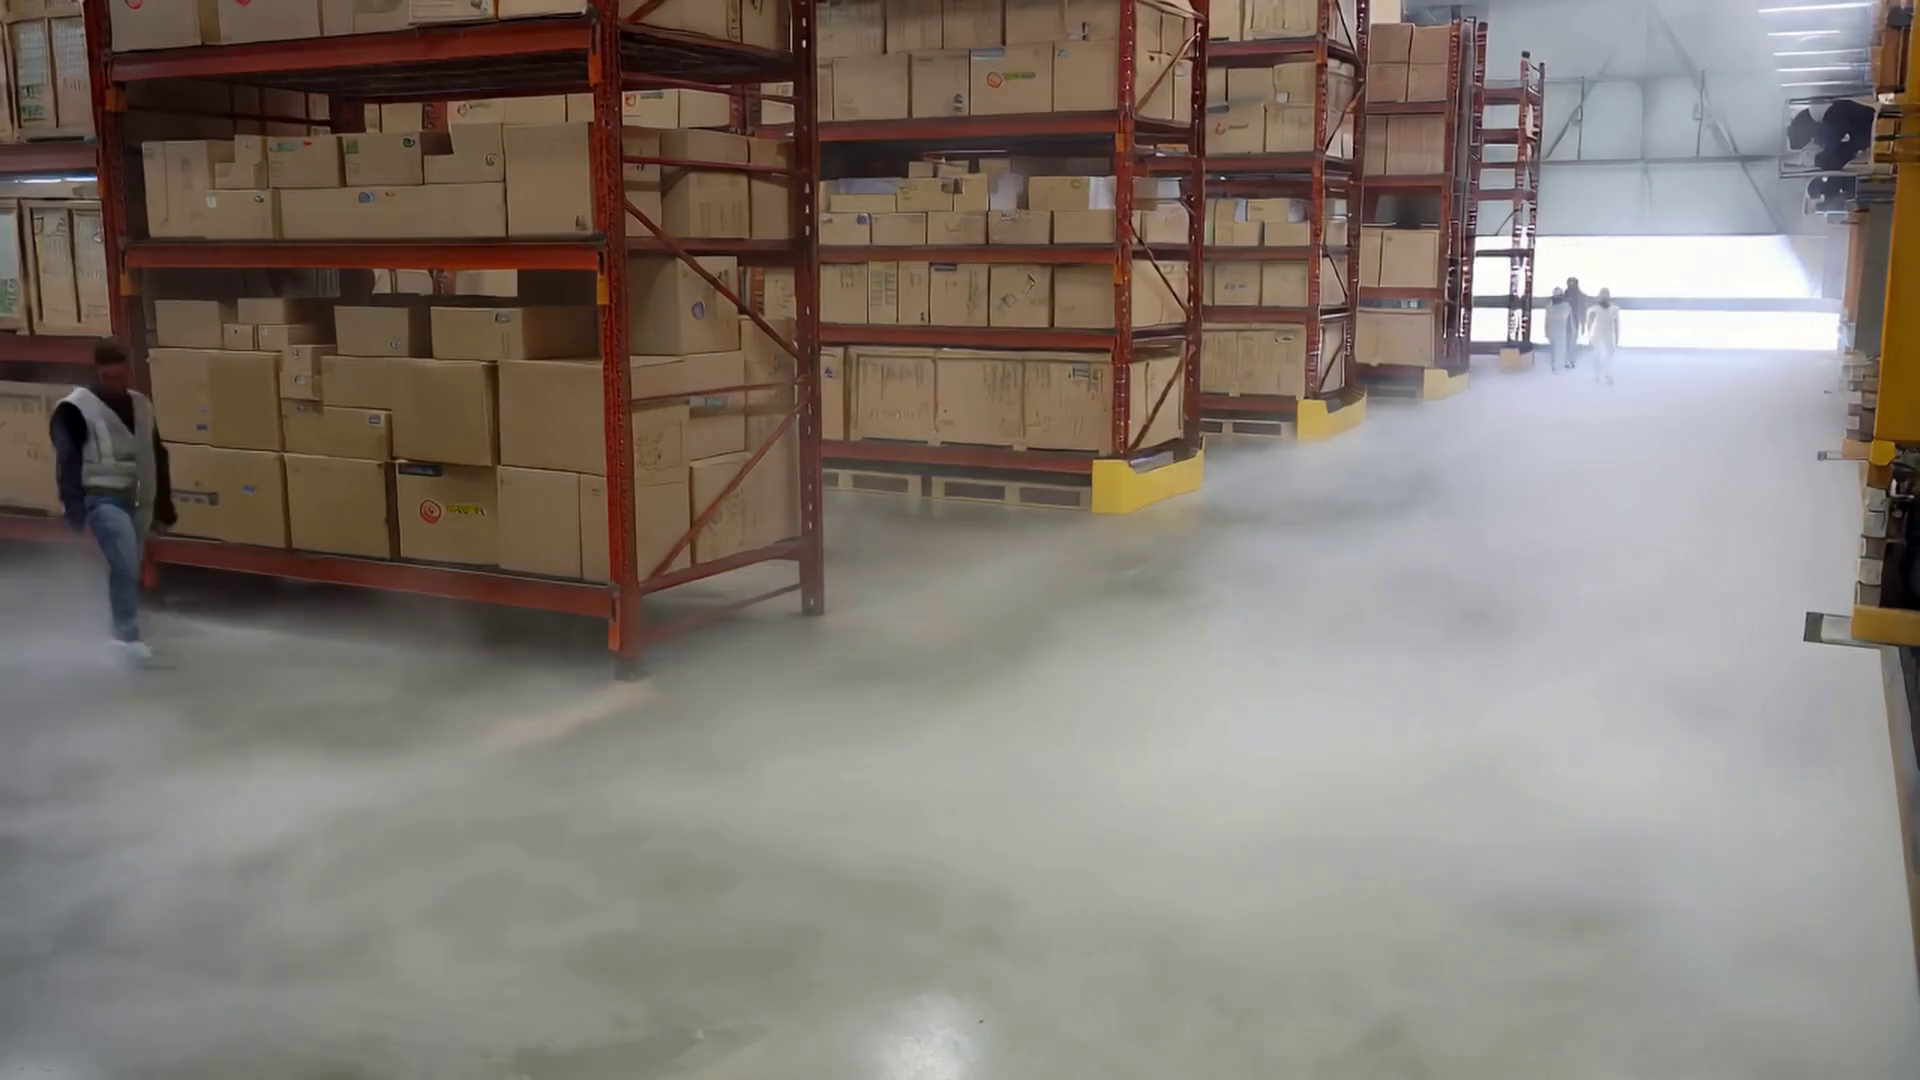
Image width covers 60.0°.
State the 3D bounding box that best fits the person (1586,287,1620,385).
[{"bbox_3d":[11.343,-3.575,29.288,0.602,1.717,0.796,1,10,7],"label":"person"}]

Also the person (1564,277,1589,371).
[{"bbox_3d":[12.102,-4.284,33.025,0.648,1.855,0.987,7,12,35],"label":"person"}]

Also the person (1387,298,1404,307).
[{"bbox_3d":[9.382,-4.859,36.000,0.542,1.979,0.617,5,11,26],"label":"person"}]

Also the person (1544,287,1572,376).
[{"bbox_3d":[11.438,-3.998,31.835,0.478,1.701,0.838,6,11,29],"label":"person"}]

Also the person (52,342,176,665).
[{"bbox_3d":[-4.701,-0.201,9.451,0.632,1.824,0.652,3,10,18],"label":"person"}]
